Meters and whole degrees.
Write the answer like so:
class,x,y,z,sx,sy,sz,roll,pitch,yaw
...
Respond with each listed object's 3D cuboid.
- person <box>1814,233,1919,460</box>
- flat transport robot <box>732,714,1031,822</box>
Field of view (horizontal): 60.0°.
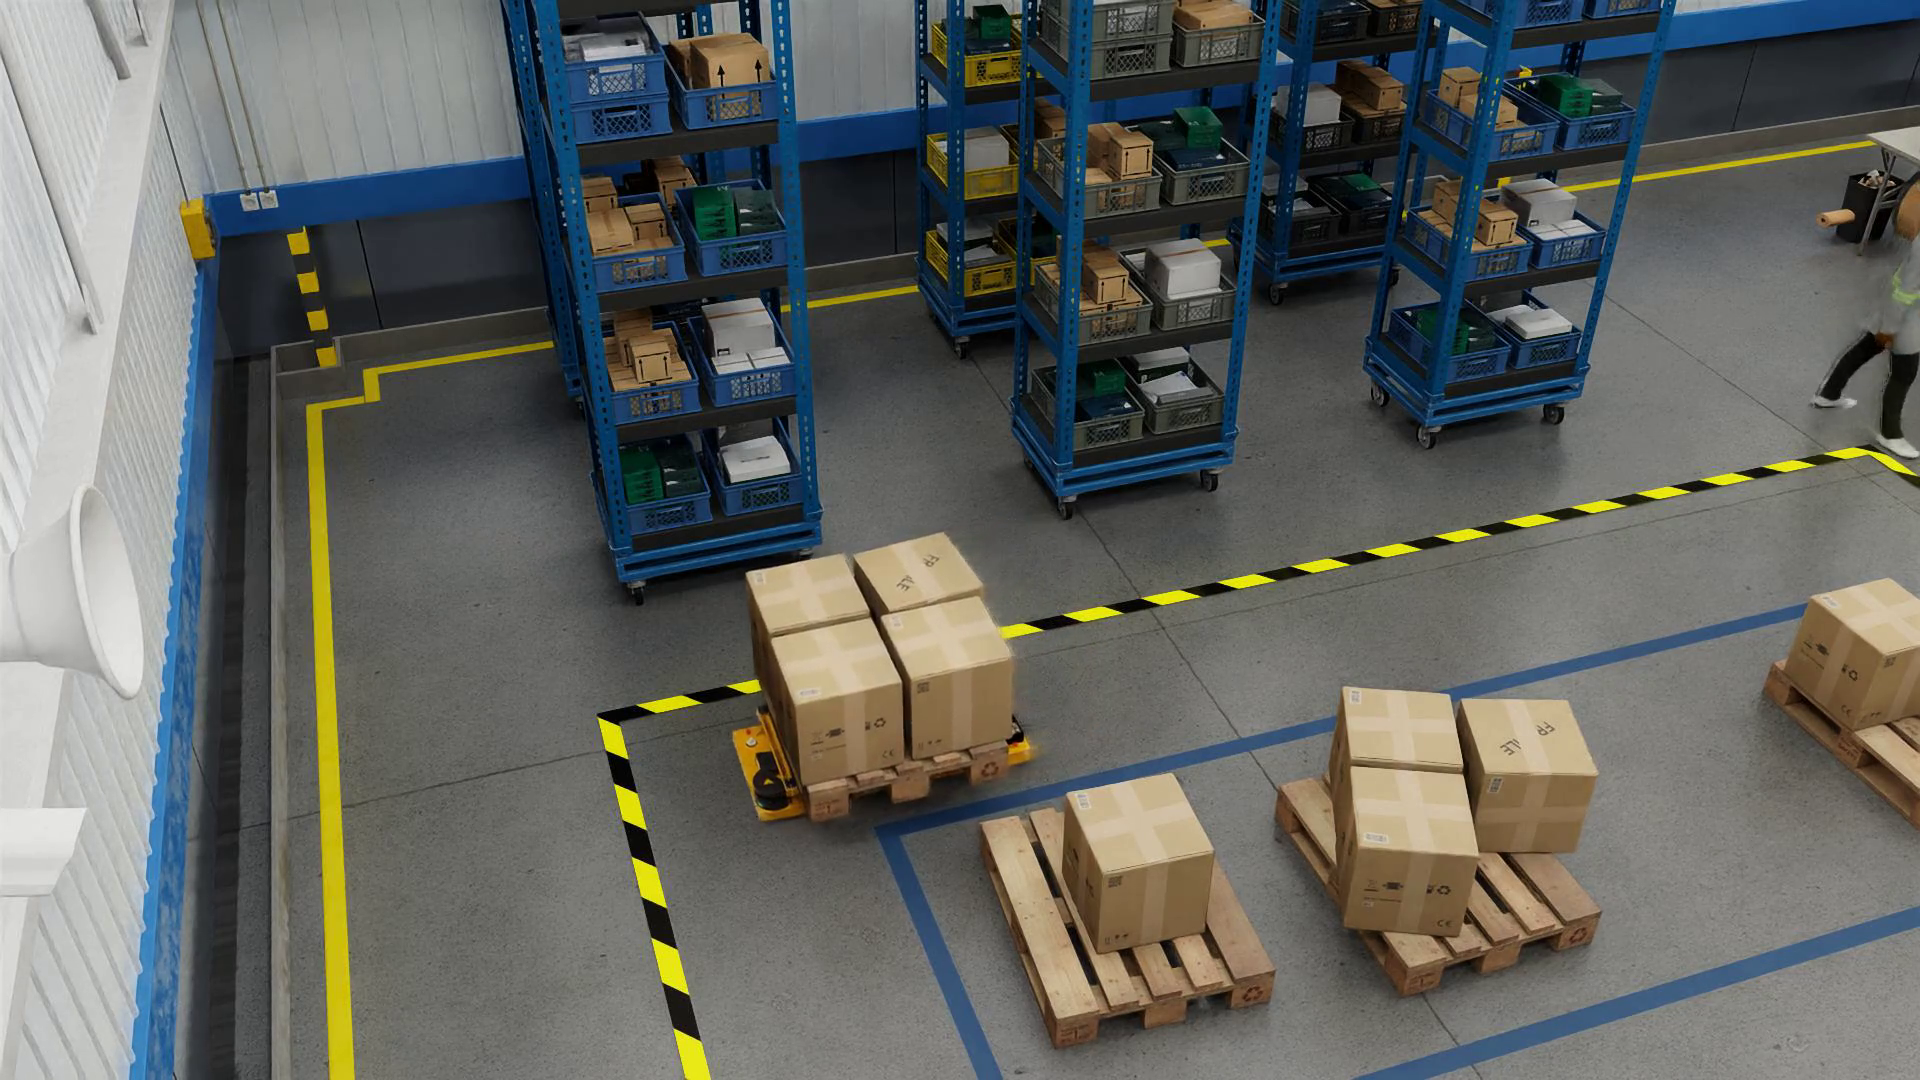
class,x,y,z,sx,sy,sz,roll,pitch,yaw
person,6.180,-1.491,10.851,0.773,1.799,0.610,22,41,28
flat transport robot,-0.413,1.015,8.592,1.431,0.197,0.652,-11,37,-15
